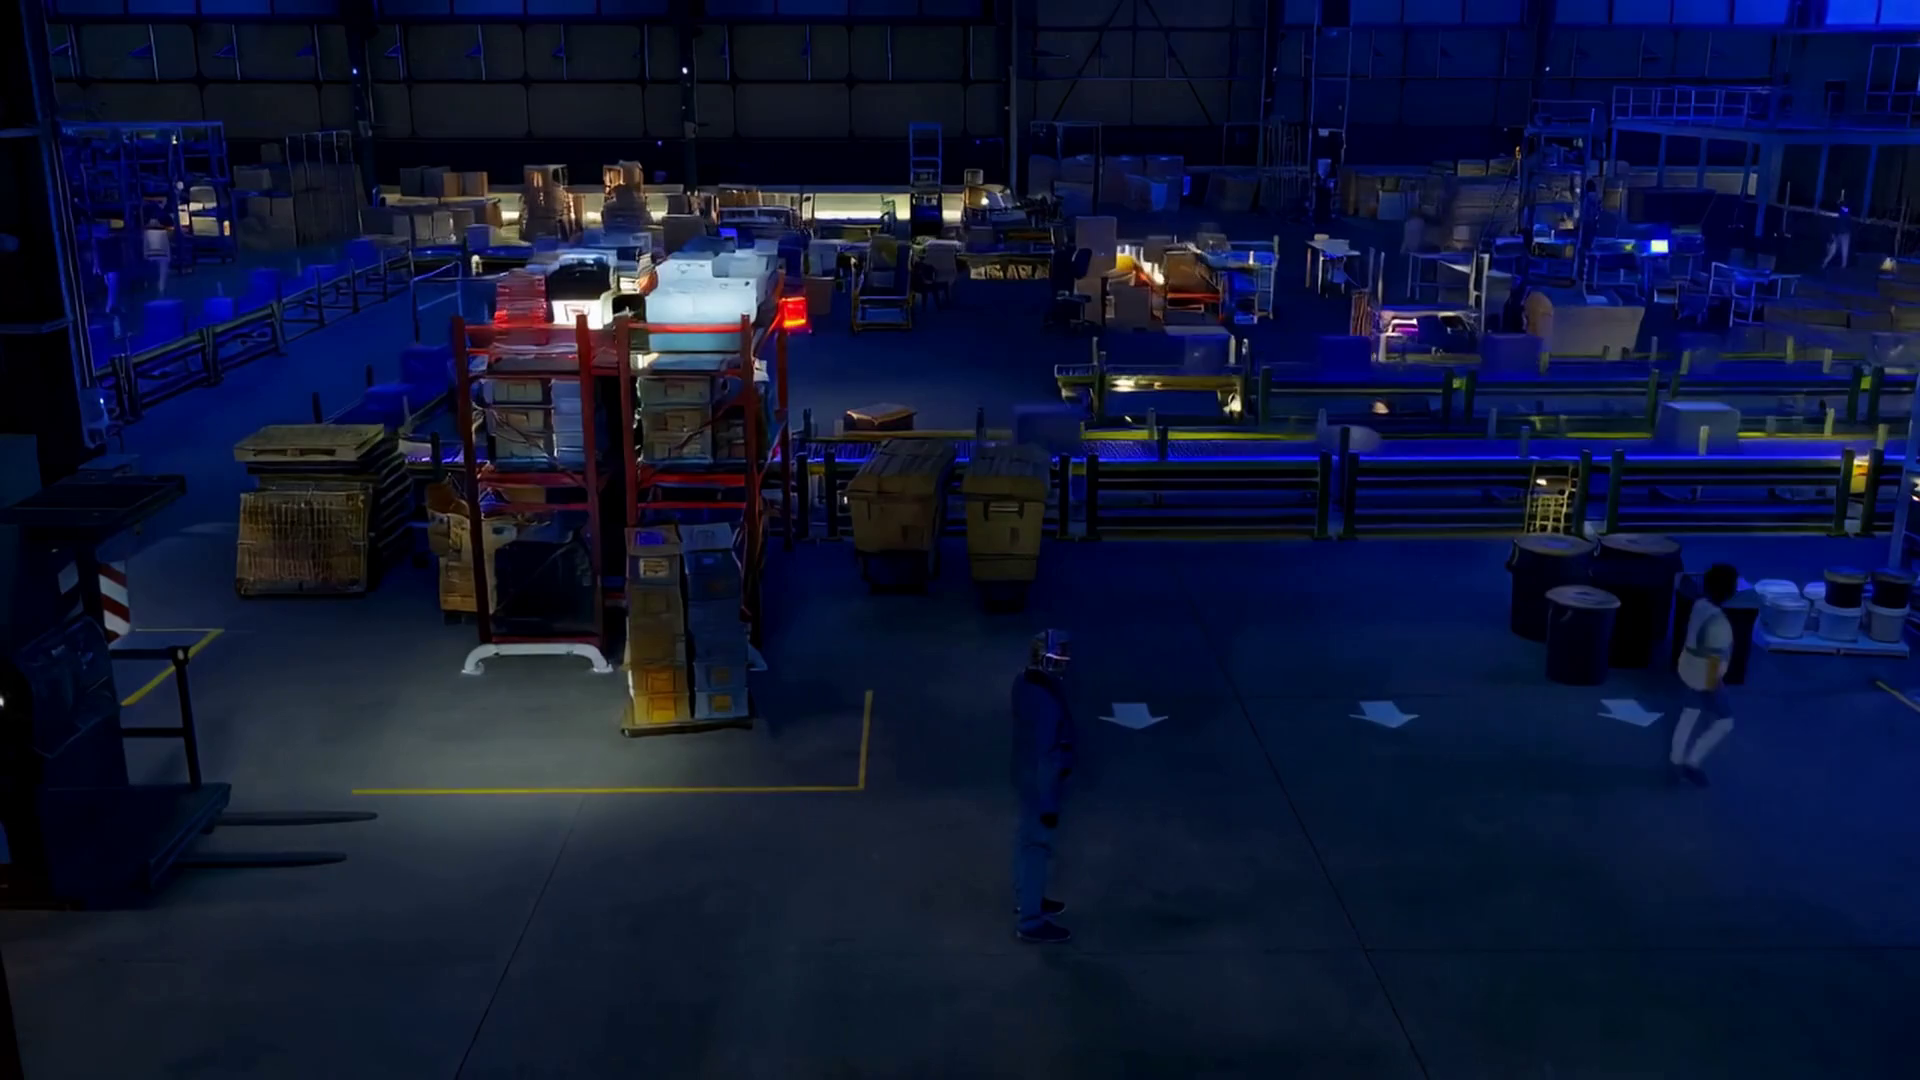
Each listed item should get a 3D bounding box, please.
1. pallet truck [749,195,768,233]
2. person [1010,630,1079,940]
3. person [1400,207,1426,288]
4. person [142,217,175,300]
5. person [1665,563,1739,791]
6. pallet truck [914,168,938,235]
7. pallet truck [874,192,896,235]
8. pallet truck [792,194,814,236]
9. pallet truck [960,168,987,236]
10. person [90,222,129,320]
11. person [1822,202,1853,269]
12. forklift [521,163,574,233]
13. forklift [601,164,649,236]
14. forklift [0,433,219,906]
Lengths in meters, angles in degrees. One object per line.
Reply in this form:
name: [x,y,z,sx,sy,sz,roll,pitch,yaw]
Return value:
pallet truck: [-6.051,-9.967,50.660,0.680,1.201,1.601,0,16,-1]
person: [0.505,1.435,9.851,0.399,1.900,0.636,-2,16,-8]
person: [10.471,-6.727,38.325,0.535,1.830,0.552,-5,17,-17]
person: [-17.546,-6.151,36.421,0.612,1.792,0.913,0,16,-1]
person: [5.302,0.974,11.828,0.389,1.685,0.542,1,16,3]
pallet truck: [-0.989,-10.316,50.507,0.823,1.965,1.885,1,16,3]
pallet truck: [-2.277,-9.986,50.594,0.653,1.274,1.630,0,16,-1]
pallet truck: [-4.814,-9.883,50.259,0.704,1.261,1.522,-1,16,-3]
pallet truck: [0.383,-10.230,50.206,0.823,1.965,1.885,-1,16,-3]
person: [-17.307,-5.471,33.769,0.653,1.938,1.046,2,16,7]
person: [21.980,-7.570,41.464,0.544,1.719,0.922,-6,17,-19]
forklift: [-12.233,-10.122,49.298,1.157,1.987,2.680,0,16,-1]
forklift: [-9.948,-10.127,49.296,1.157,1.987,2.680,-1,16,-3]
forklift: [-5.952,0.780,10.366,1.873,2.768,1.129,0,16,-1]
